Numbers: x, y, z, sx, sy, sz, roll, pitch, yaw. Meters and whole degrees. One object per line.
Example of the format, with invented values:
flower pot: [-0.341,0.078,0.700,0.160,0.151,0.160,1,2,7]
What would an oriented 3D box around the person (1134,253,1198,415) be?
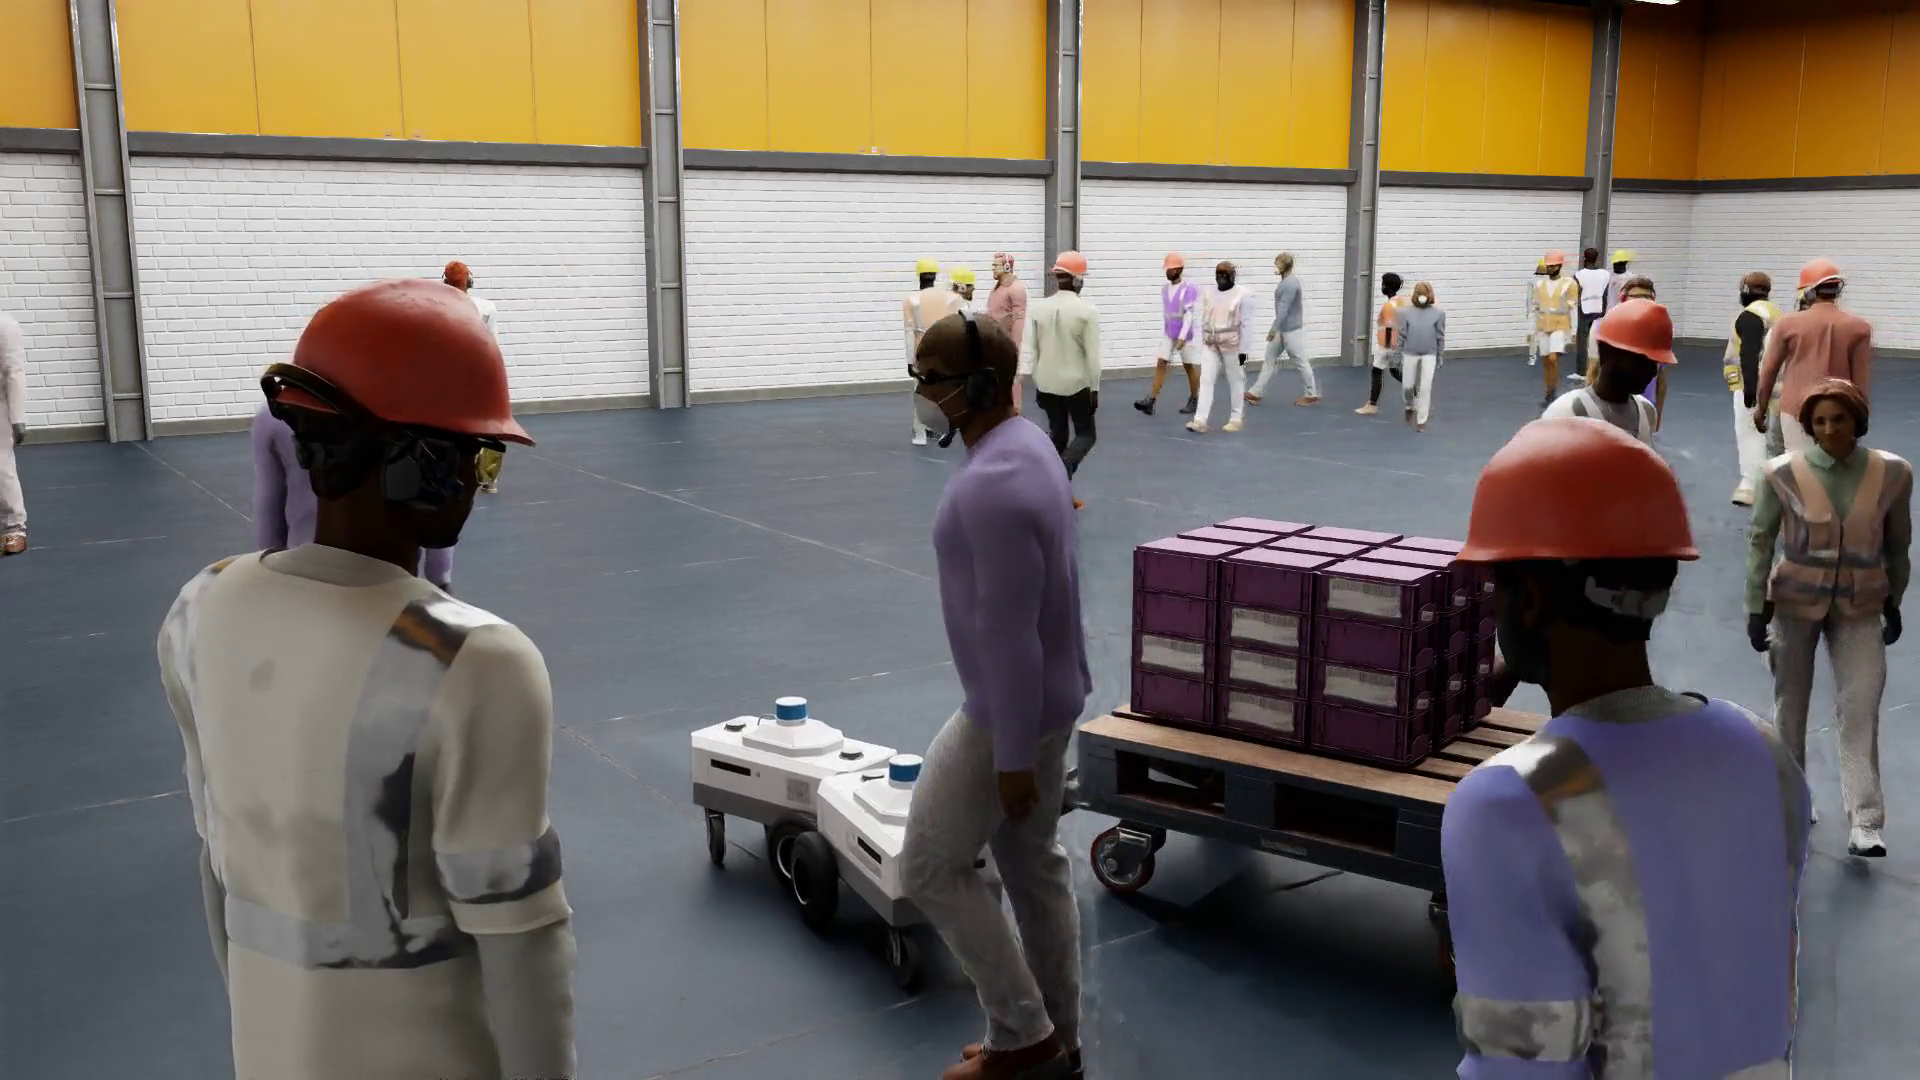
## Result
person: [2.468,-2.387,19.404,1.002,1.879,0.553,-9,14,-41]

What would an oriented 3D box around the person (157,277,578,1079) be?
person: [-0.724,0.682,2.186,0.615,2.028,0.409,6,12,29]

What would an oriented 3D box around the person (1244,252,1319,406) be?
person: [3.955,-2.573,20.422,1.040,1.882,0.628,0,10,-2]

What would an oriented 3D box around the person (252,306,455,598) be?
person: [-2.149,0.094,5.914,0.647,1.851,1.013,-5,11,-26]

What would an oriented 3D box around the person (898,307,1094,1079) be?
person: [0.096,0.415,3.932,0.480,1.913,0.655,2,11,11]

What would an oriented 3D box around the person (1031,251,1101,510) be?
person: [0.772,-1.157,12.399,0.618,1.978,0.541,8,13,36]

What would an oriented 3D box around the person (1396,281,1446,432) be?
person: [4.952,-1.979,17.893,0.504,1.619,0.551,3,11,15]

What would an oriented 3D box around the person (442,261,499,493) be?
person: [-3.981,-1.293,13.387,0.572,1.886,0.354,-7,13,-35]

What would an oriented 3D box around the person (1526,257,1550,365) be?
person: [9.448,-3.709,27.018,0.486,1.744,0.310,3,11,18]

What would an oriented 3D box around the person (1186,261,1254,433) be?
person: [2.743,-2.016,17.548,0.647,1.806,0.896,9,14,40]

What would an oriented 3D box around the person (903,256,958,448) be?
person: [-0.245,-1.831,16.346,0.602,1.894,0.839,-3,11,-18]

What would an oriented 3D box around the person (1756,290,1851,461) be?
person: [5.952,-0.944,11.745,0.611,1.787,0.883,4,11,23]

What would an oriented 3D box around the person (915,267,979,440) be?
person: [-0.025,-1.899,17.028,0.977,1.779,0.579,-1,10,-8]

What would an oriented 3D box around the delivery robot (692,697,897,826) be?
delivery robot: [-0.556,0.763,5.508,0.707,0.478,0.477,8,13,36]

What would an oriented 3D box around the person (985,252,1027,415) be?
person: [0.460,-2.126,17.894,0.404,1.911,0.636,-4,11,-22]

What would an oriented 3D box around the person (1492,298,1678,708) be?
person: [2.192,0.068,5.981,0.564,1.877,0.998,-5,11,-24]

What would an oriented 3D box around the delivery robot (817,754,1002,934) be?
delivery robot: [-0.157,0.875,4.892,0.477,0.478,0.707,-5,11,-24]

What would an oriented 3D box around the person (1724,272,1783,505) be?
person: [6.200,-1.189,13.070,0.434,1.808,0.785,9,13,39]

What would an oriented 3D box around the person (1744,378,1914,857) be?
person: [2.945,0.259,5.642,0.535,1.592,0.849,3,11,15]

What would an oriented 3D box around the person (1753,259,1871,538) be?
person: [5.539,-0.856,10.877,0.603,1.923,1.063,1,10,4]

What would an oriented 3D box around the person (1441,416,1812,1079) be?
person: [0.826,0.820,1.846,0.578,1.884,0.929,-6,12,-28]

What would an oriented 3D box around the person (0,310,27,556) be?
person: [-6.427,-0.826,10.840,0.697,1.891,0.407,1,10,3]

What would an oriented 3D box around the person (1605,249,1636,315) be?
person: [10.038,-3.446,25.179,0.852,1.897,0.595,-2,10,-8]

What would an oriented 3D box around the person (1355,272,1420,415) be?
person: [5.043,-2.277,19.341,0.744,1.676,0.539,7,12,33]

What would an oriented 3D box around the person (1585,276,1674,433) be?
person: [4.705,-0.962,11.779,0.573,1.814,0.867,3,11,15]

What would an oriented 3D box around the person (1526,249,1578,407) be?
person: [7.149,-2.552,20.189,0.607,1.917,0.580,-10,14,-43]

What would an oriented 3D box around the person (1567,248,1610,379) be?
person: [9.195,-3.293,24.304,0.620,1.915,0.386,-3,11,-17]
